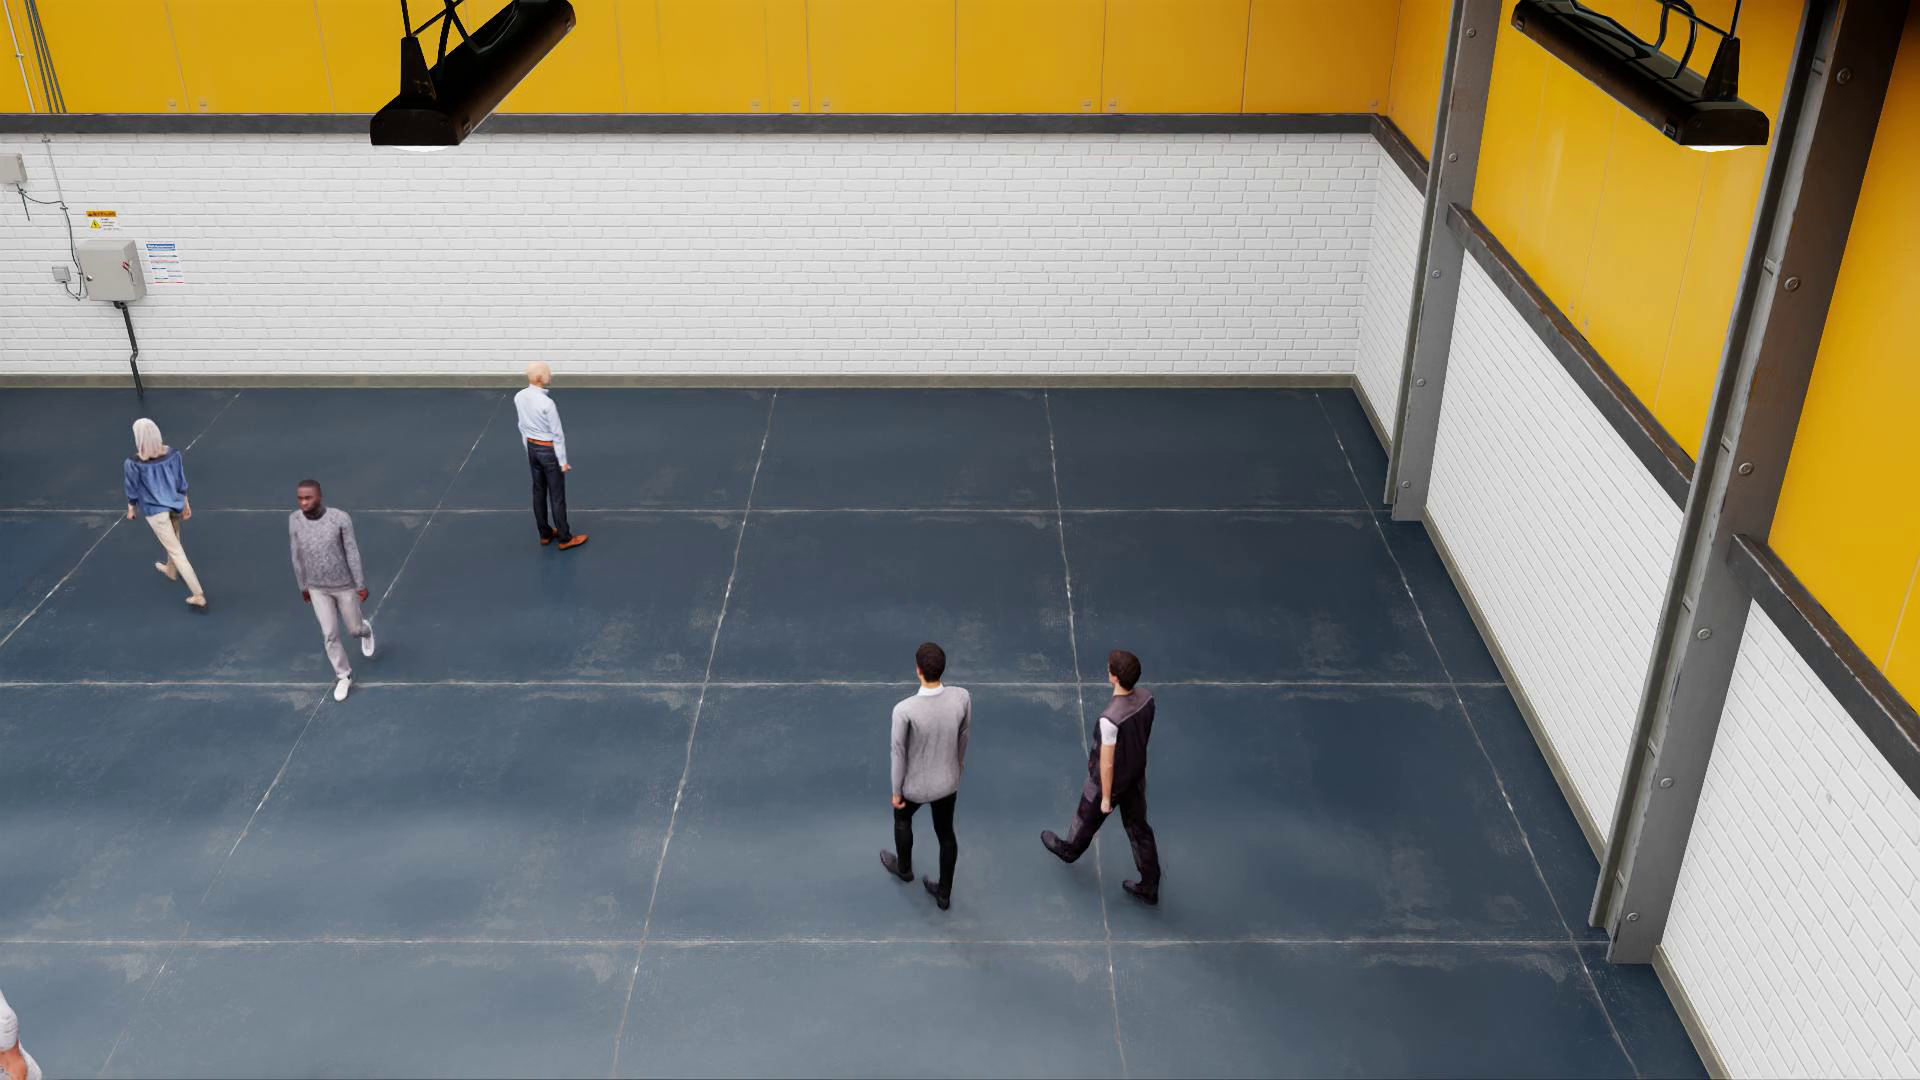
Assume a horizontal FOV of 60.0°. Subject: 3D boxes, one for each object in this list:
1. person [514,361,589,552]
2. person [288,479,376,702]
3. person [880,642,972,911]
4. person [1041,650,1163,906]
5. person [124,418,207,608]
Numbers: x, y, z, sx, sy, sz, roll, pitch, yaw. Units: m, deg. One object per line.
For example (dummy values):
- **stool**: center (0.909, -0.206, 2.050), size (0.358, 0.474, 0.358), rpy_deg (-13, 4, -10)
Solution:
- **person**: center (-3.735, -0.763, 14.995), size (0.732, 1.790, 0.751), rpy_deg (17, 33, 28)
- **person**: center (-4.858, 0.317, 12.984), size (0.723, 1.819, 0.928), rpy_deg (-1, 29, -2)
- **person**: center (-0.150, 1.570, 10.599), size (0.982, 1.903, 1.068), rpy_deg (-14, 32, -25)
- **person**: center (1.101, 1.573, 10.698), size (1.220, 1.803, 1.170), rpy_deg (25, 37, 37)
- **person**: center (-6.697, -0.194, 14.098), size (1.132, 1.649, 1.163), rpy_deg (20, 34, 32)
